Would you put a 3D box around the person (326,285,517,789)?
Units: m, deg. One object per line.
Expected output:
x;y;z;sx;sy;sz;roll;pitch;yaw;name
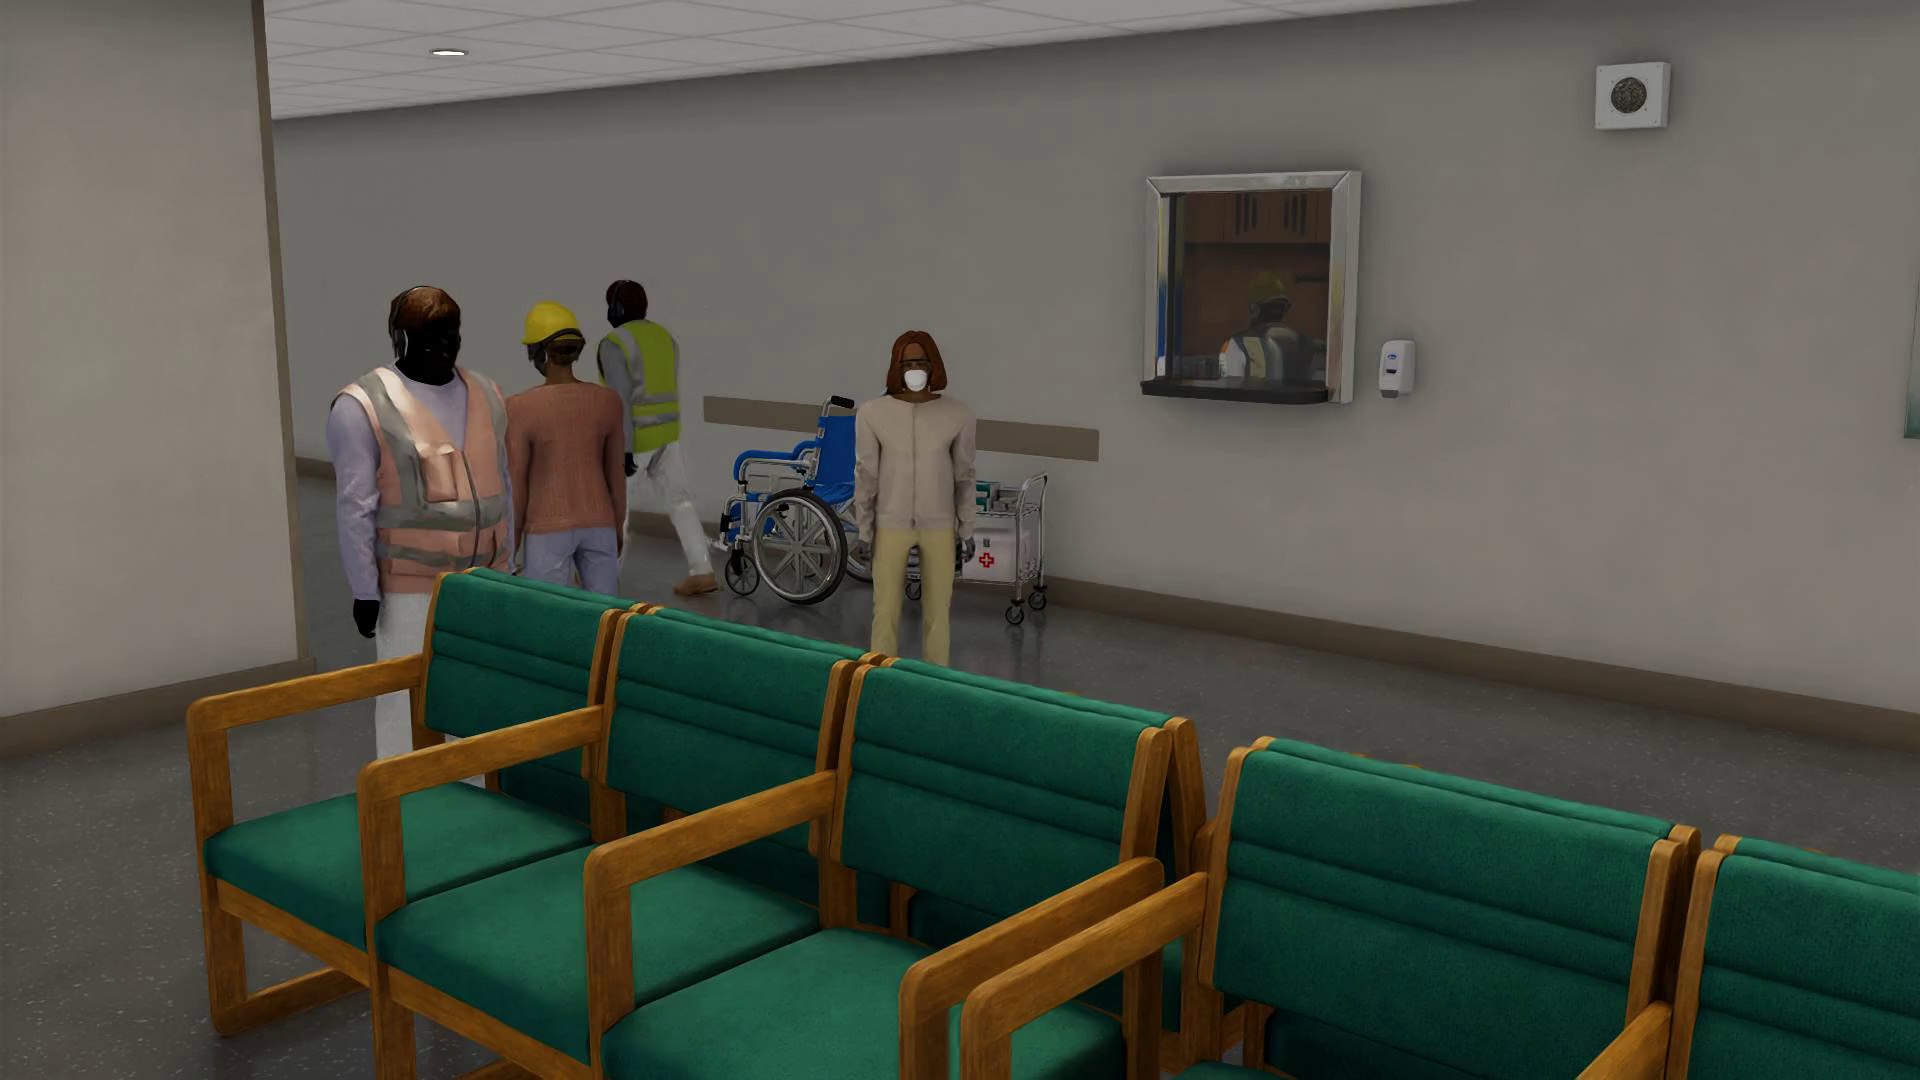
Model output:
-1.660;0.118;5.312;0.429;1.842;0.636;8;13;37;person

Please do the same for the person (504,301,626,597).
-1.531;-0.034;6.430;0.522;1.760;0.343;-8;13;-39;person

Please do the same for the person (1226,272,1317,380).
1.712;-0.587;9.382;0.595;1.827;0.403;-5;11;-25;person

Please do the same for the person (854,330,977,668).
-0.177;-0.032;6.753;0.501;1.633;0.284;-1;10;-6;person

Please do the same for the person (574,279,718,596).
-1.770;-0.567;9.387;0.975;1.789;0.634;6;12;30;person
